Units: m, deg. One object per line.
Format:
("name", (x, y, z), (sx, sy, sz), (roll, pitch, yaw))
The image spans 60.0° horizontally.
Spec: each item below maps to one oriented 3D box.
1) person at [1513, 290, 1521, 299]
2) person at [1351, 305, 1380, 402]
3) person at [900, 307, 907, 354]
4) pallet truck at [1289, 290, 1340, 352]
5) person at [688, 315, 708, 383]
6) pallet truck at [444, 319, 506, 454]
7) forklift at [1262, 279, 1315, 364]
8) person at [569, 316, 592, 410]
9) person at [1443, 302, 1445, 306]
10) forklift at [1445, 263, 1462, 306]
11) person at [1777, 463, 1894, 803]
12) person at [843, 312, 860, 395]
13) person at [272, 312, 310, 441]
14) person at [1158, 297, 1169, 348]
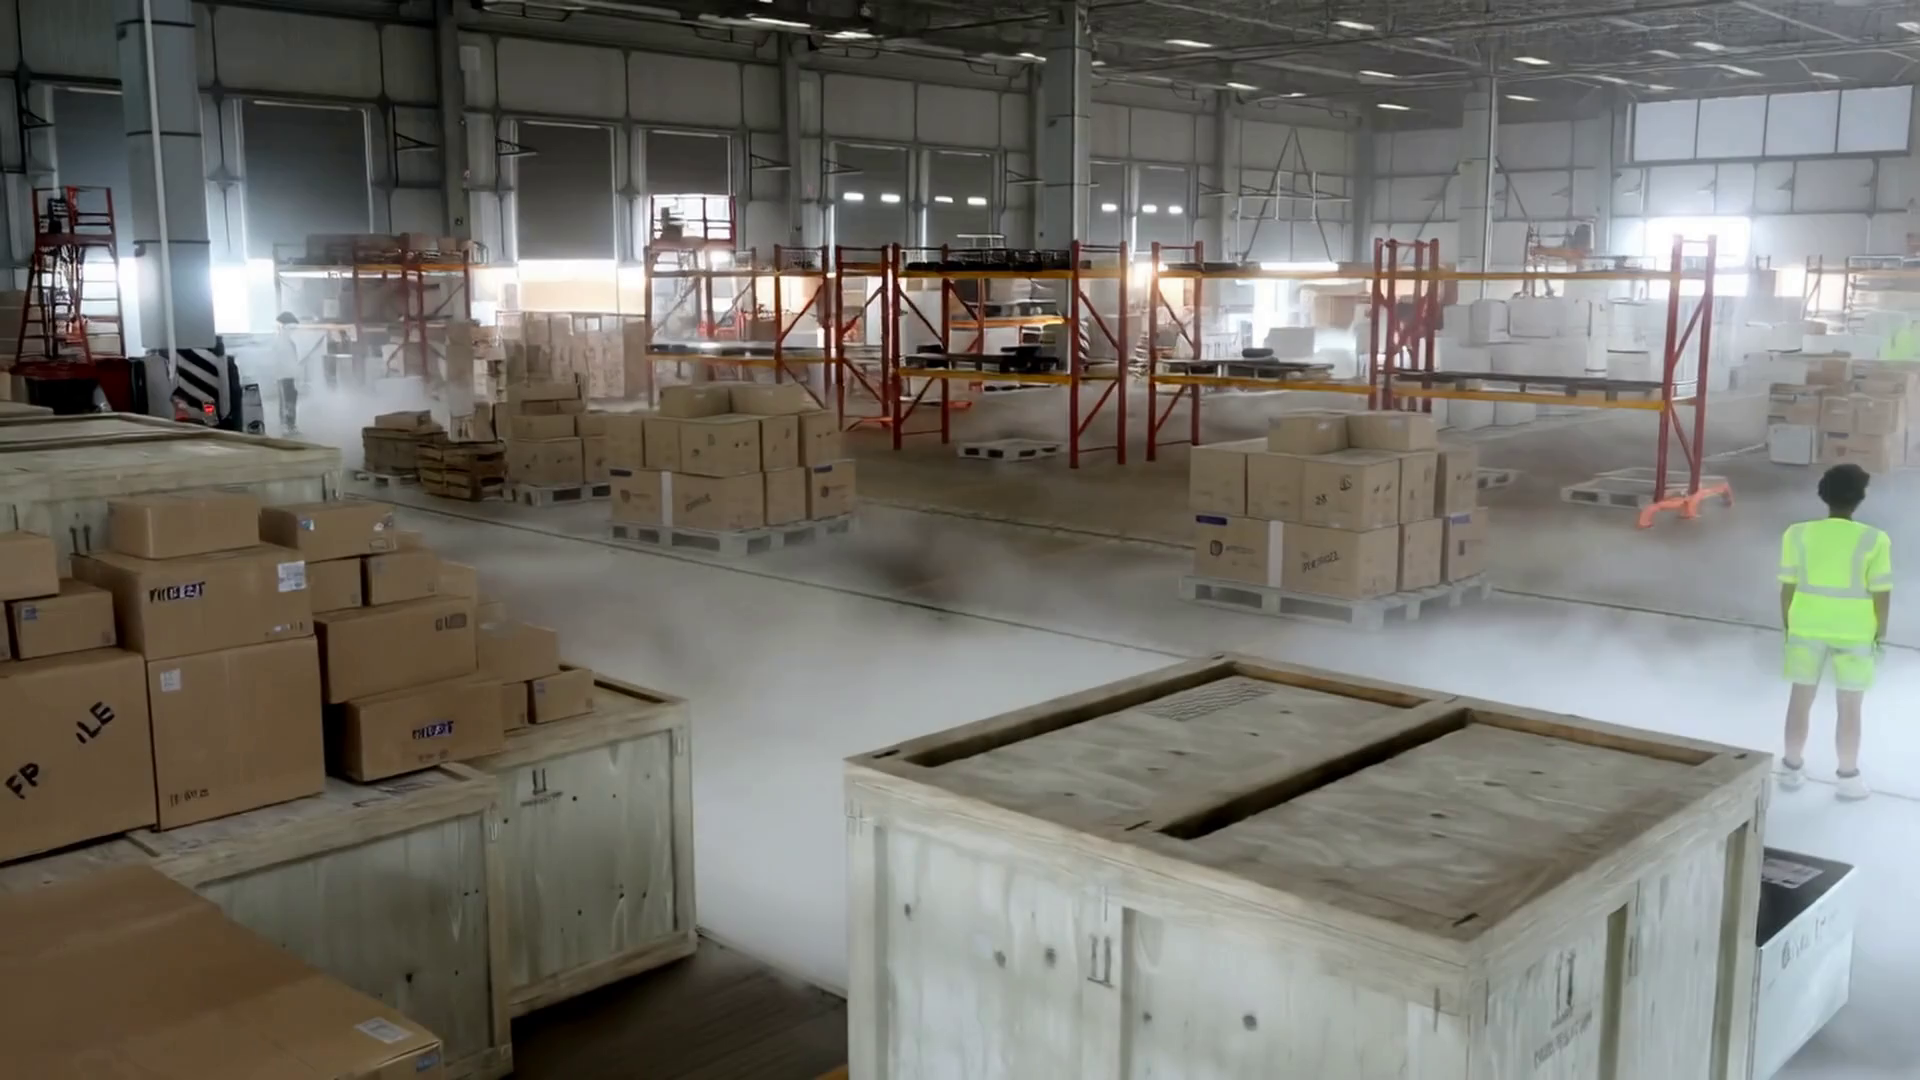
("person", (18.527, -7.340, 55.434), (0.542, 1.938, 0.357), (9, 13, 43))
("person", (8.077, -3.698, 33.101), (0.629, 1.940, 0.373), (9, 13, 43))
("person", (-1.540, -5.557, 45.481), (0.534, 1.623, 0.537), (7, 12, 37))
("pallet truck", (11.297, -6.951, 52.861), (1.885, 1.965, 0.823), (-5, 11, -29))
("person", (-4.837, -3.311, 31.155), (0.936, 1.794, 0.516), (-3, 10, -16))
("pallet truck", (-6.981, -1.942, 22.150), (1.885, 1.965, 0.823), (1, 9, 9))
("forklift", (8.555, -6.090, 44.881), (1.873, 2.768, 1.129), (9, 13, 43))
("person", (-6.322, -2.801, 27.809), (0.508, 1.872, 0.329), (9, 13, 43))
("person", (16.029, -7.137, 54.197), (0.629, 1.936, 0.373), (9, 13, 43))
("forklift", (13.780, -6.384, 46.685), (1.873, 2.768, 1.129), (3, 10, 16))
("person", (4.371, 0.462, 8.333), (0.532, 1.696, 0.319), (9, 13, 43))
("person", (-2.275, -3.919, 35.056), (0.484, 1.744, 0.295), (9, 13, 43))
("person", (-10.383, -2.518, 25.715), (0.608, 1.989, 0.387), (9, 13, 43))
("person", (5.614, -5.868, 46.566), (0.573, 1.887, 0.356), (9, 13, 43))
